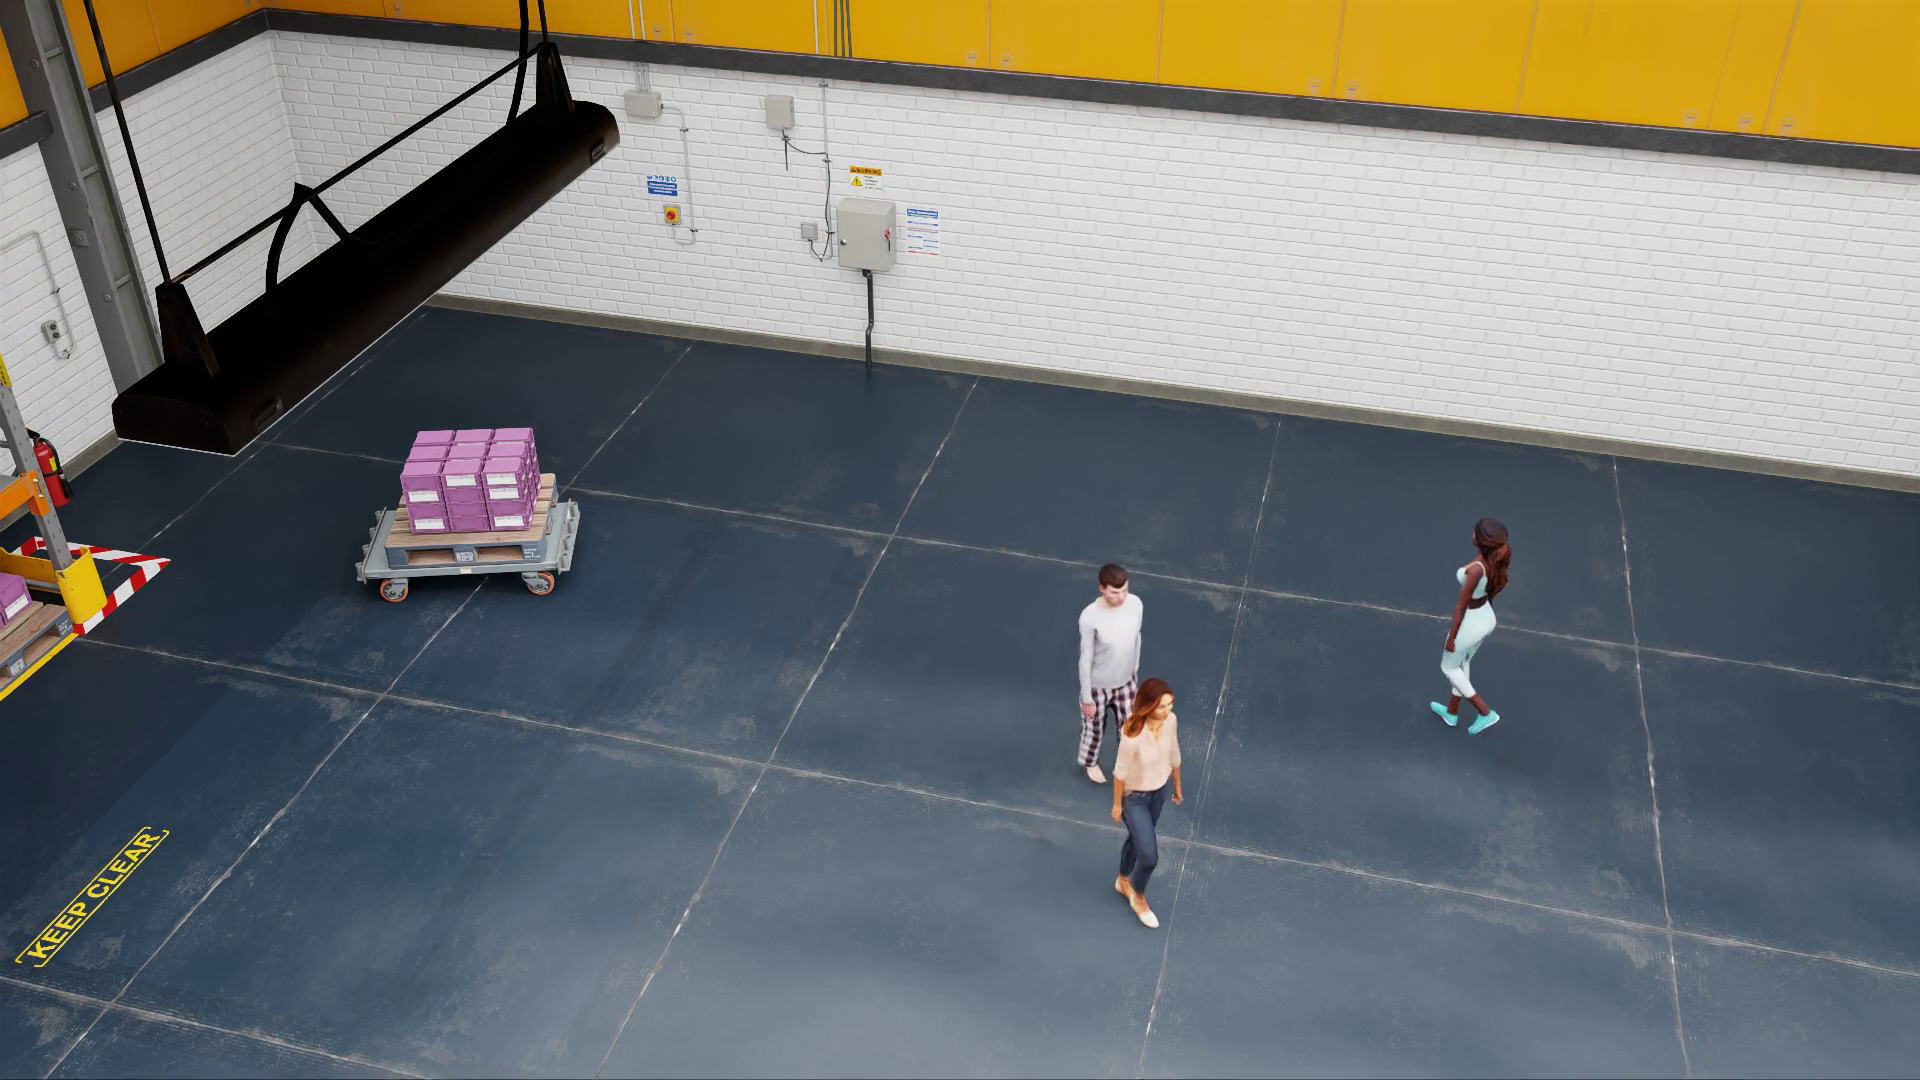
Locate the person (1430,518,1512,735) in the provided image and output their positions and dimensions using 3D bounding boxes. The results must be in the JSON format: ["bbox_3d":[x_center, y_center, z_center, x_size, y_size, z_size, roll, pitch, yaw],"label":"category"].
[{"bbox_3d":[3.573,0.644,11.441,0.849,1.711,0.872,-25,41,-32],"label":"person"}]

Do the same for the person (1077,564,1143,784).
[{"bbox_3d":[0.931,0.875,10.990,0.971,1.825,1.055,-14,36,-20],"label":"person"}]

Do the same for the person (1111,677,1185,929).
[{"bbox_3d":[1.049,1.504,10.084,0.775,1.780,0.837,-24,40,-31],"label":"person"}]
